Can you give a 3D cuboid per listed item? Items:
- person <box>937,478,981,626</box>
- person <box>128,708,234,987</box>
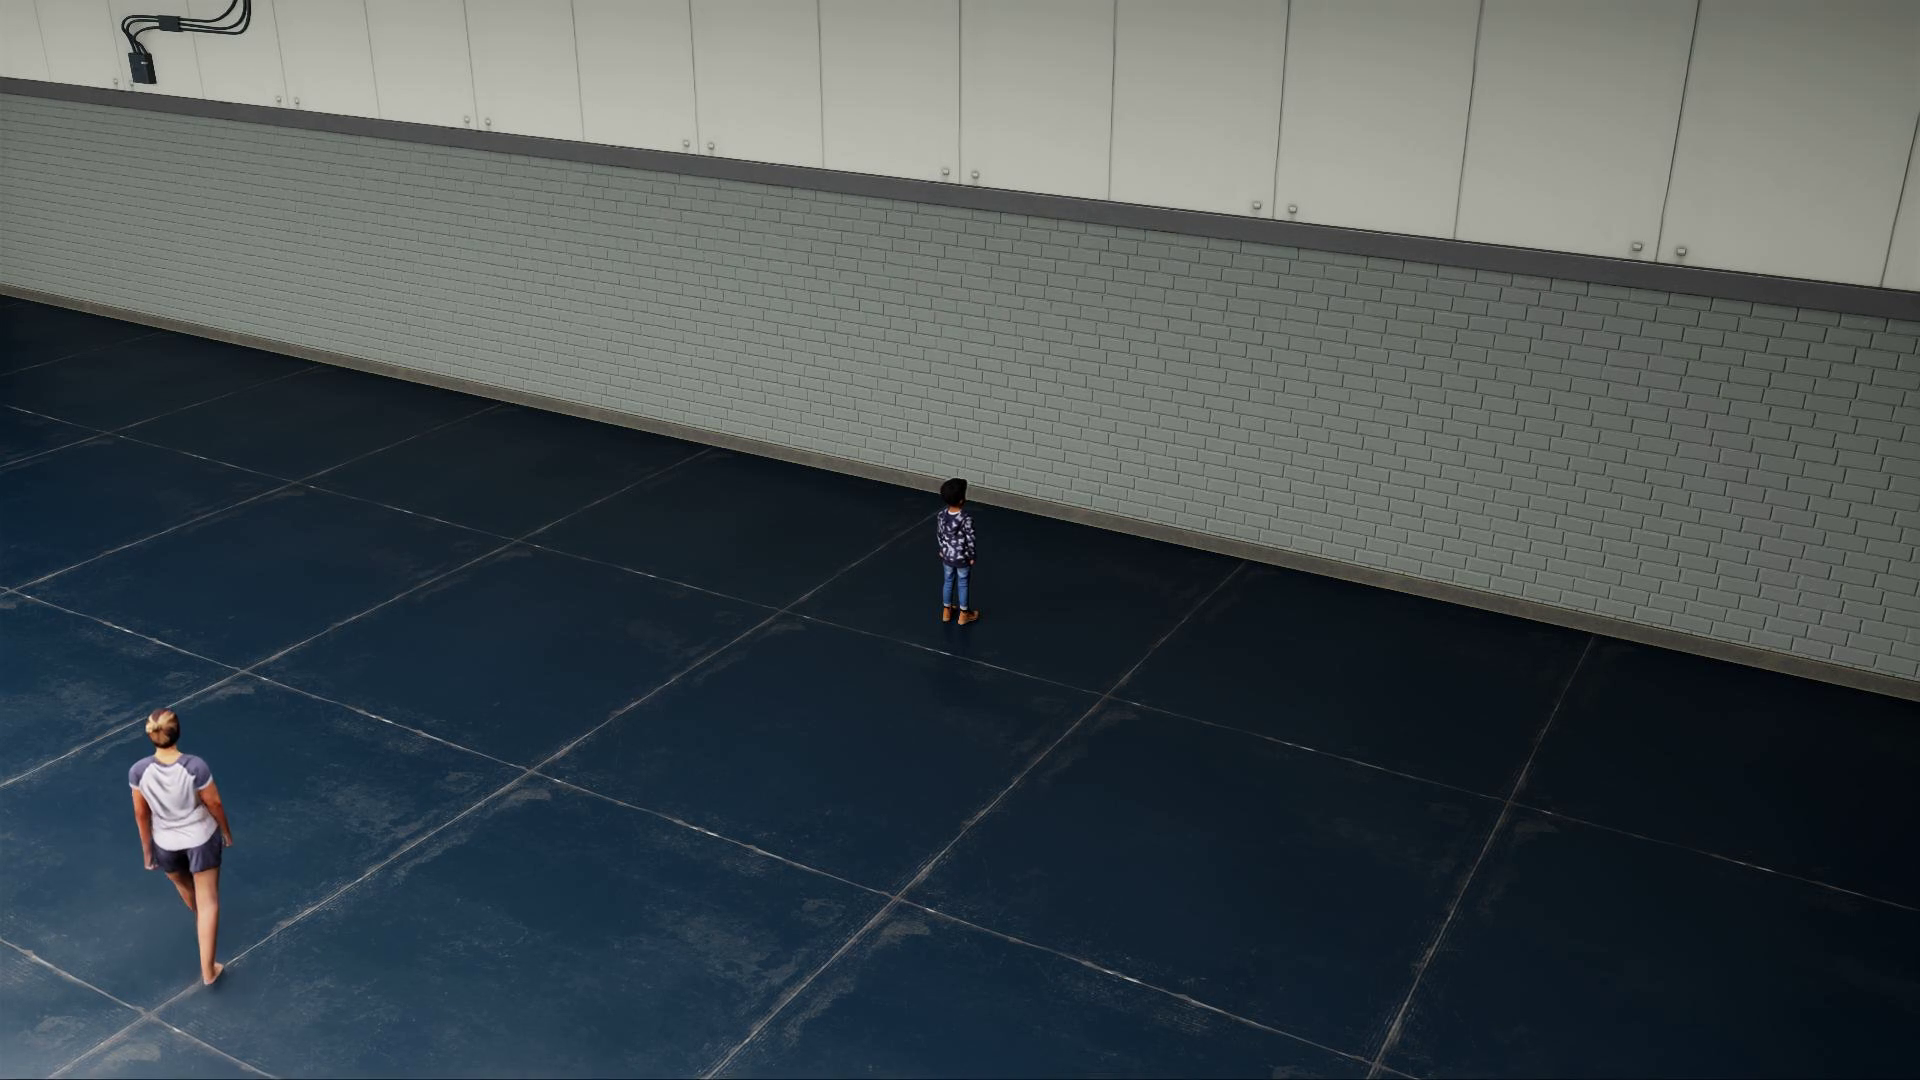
[{"bbox_3d":[-0.027,0.083,13.563,0.486,1.251,0.491,13,26,28],"label":"person"},{"bbox_3d":[-4.316,1.740,9.259,1.003,1.570,1.100,-4,23,-10],"label":"person"}]
